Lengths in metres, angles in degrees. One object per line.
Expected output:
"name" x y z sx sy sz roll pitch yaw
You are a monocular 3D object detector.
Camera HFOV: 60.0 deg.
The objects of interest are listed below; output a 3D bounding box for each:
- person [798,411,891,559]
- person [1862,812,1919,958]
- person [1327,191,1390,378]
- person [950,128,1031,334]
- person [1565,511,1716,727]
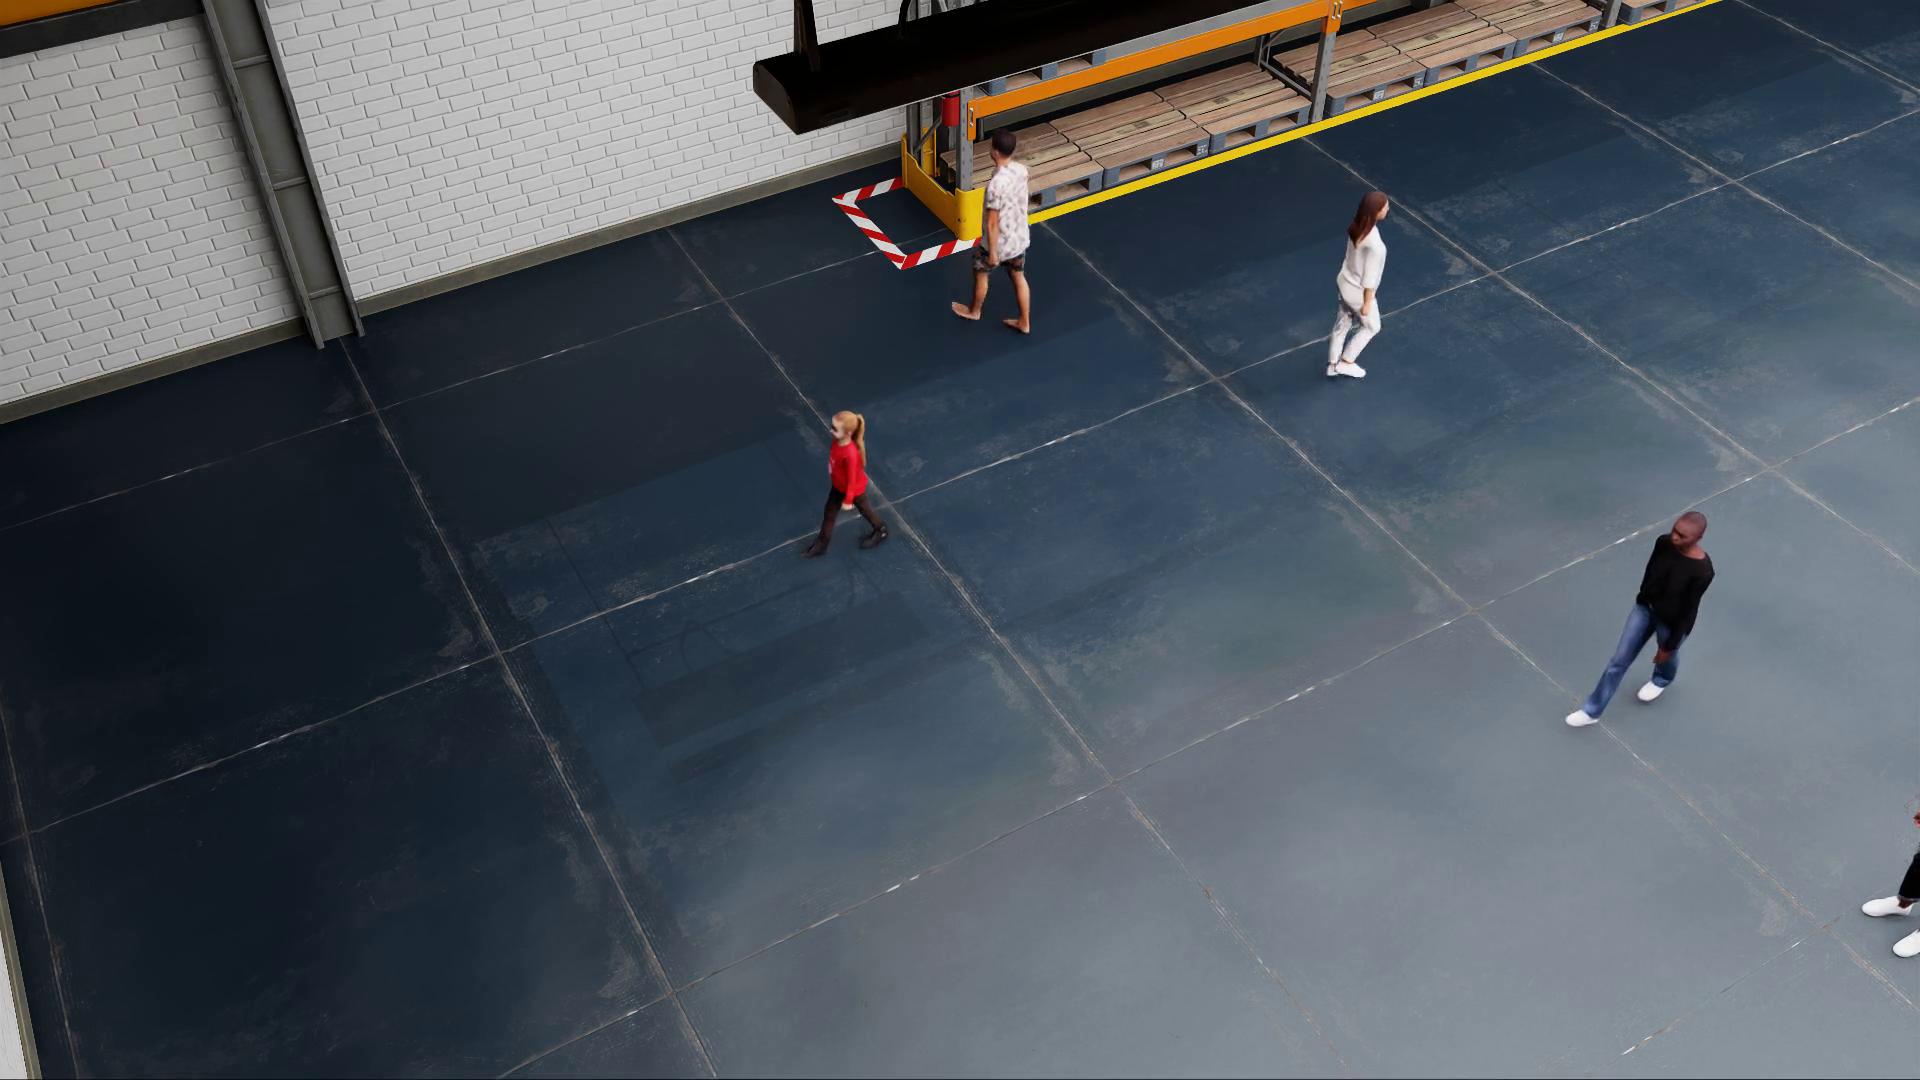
"person" -0.721 -0.390 11.577 0.908 1.251 0.514 -20 47 -20
"person" 5.514 1.616 9.062 0.700 1.816 0.778 -8 44 -8
"person" 3.018 -1.944 12.895 0.659 1.683 0.682 -11 45 -11
"person" 0.427 -2.397 13.291 0.973 1.792 0.995 29 51 27
"person" 4.432 0.469 10.345 1.131 1.707 0.613 -22 48 -22
